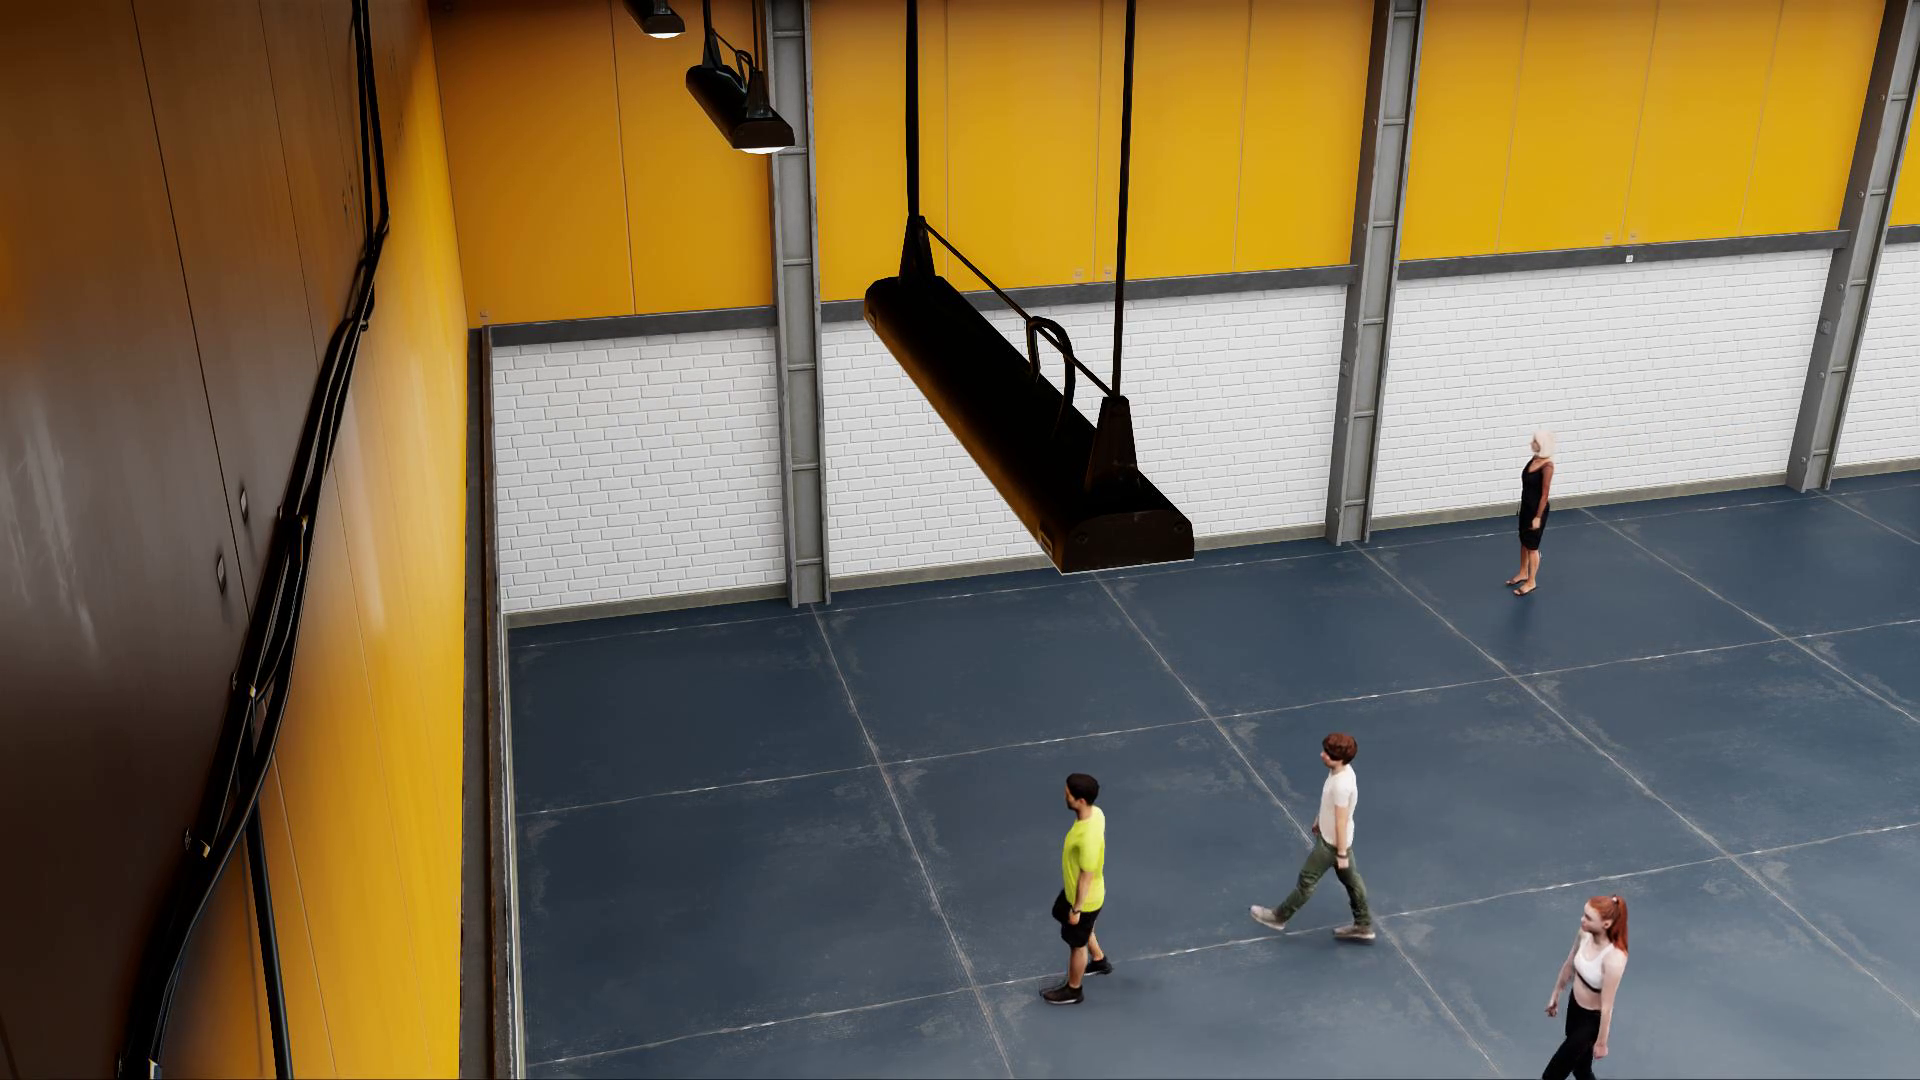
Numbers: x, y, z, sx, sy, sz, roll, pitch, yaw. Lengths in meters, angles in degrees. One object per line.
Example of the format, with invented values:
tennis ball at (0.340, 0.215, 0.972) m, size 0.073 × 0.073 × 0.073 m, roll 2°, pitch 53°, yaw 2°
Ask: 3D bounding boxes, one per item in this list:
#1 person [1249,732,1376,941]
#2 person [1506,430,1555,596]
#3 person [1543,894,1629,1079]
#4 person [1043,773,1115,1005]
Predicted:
person at (2.668, 2.089, 11.492) m, size 1.189 × 1.612 × 0.935 m, roll 5°, pitch 24°, yaw 11°
person at (5.799, -0.293, 16.772) m, size 0.591 × 1.746 × 0.645 m, roll 0°, pitch 24°, yaw 0°
person at (3.742, 2.809, 9.697) m, size 0.773 × 1.729 × 0.687 m, roll -1°, pitch 24°, yaw -2°
person at (0.853, 2.284, 10.930) m, size 0.798 × 1.703 × 0.739 m, roll 0°, pitch 24°, yaw 0°
